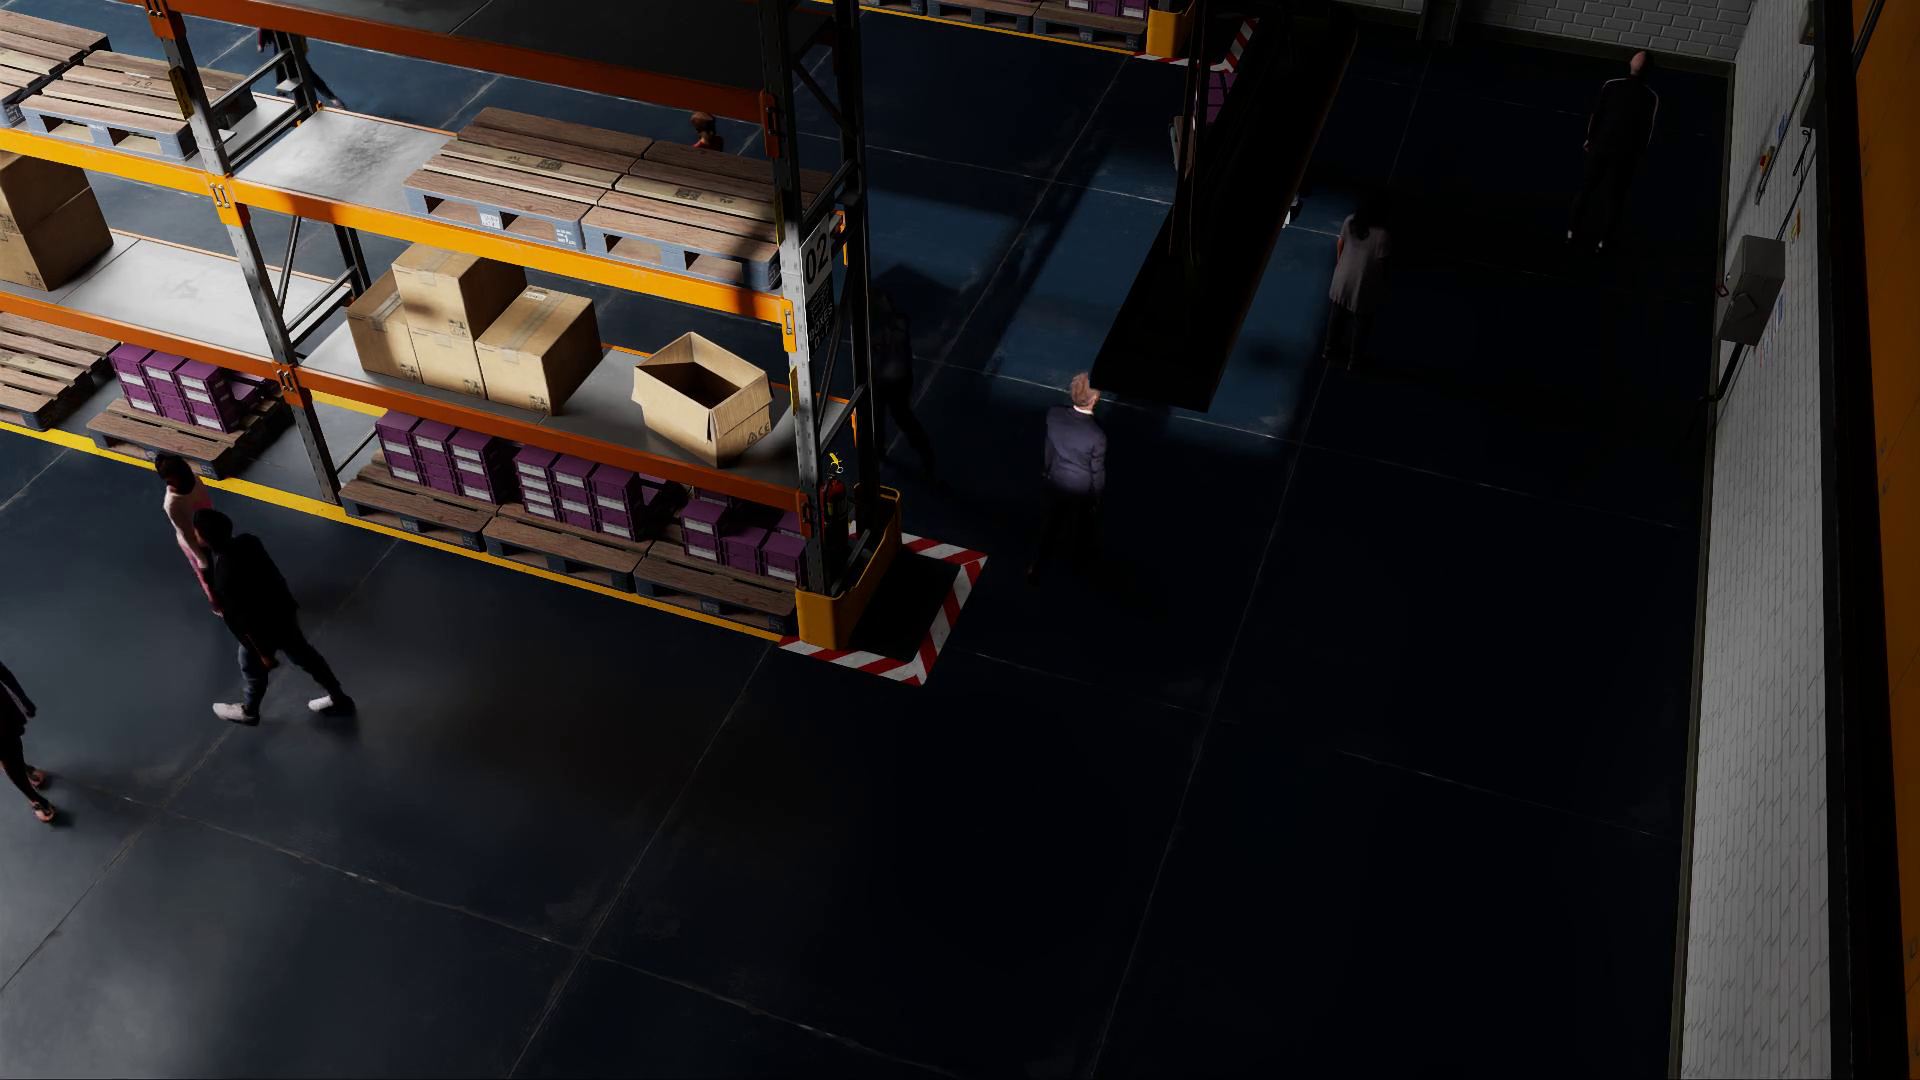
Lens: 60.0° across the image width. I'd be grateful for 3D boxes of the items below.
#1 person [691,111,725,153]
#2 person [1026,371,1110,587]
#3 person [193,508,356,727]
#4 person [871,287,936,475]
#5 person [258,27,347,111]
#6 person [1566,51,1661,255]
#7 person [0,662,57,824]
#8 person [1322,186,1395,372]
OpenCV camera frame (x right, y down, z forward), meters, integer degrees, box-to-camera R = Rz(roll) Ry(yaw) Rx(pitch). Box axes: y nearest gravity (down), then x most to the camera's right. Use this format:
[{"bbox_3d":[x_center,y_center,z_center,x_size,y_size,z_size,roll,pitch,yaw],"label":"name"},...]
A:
[{"bbox_3d":[-2.143,-3.062,14.372,0.570,1.416,0.574,30,51,28],"label":"person"},{"bbox_3d":[0.728,-0.376,11.274,1.000,1.801,0.911,28,50,26],"label":"person"},{"bbox_3d":[-4.231,0.523,10.351,1.176,1.772,0.931,2,44,2],"label":"person"},{"bbox_3d":[-0.485,-1.123,12.213,0.914,1.588,1.113,-34,53,-31],"label":"person"},{"bbox_3d":[-6.433,-4.817,16.072,1.140,1.613,0.825,1,44,1],"label":"person"},{"bbox_3d":[5.647,-3.350,14.371,0.613,1.834,0.802,26,49,25],"label":"person"},{"bbox_3d":[-5.919,0.972,10.053,0.872,1.533,0.649,24,49,23],"label":"person"},{"bbox_3d":[3.174,-2.083,13.204,0.718,1.611,0.800,34,53,31],"label":"person"}]
